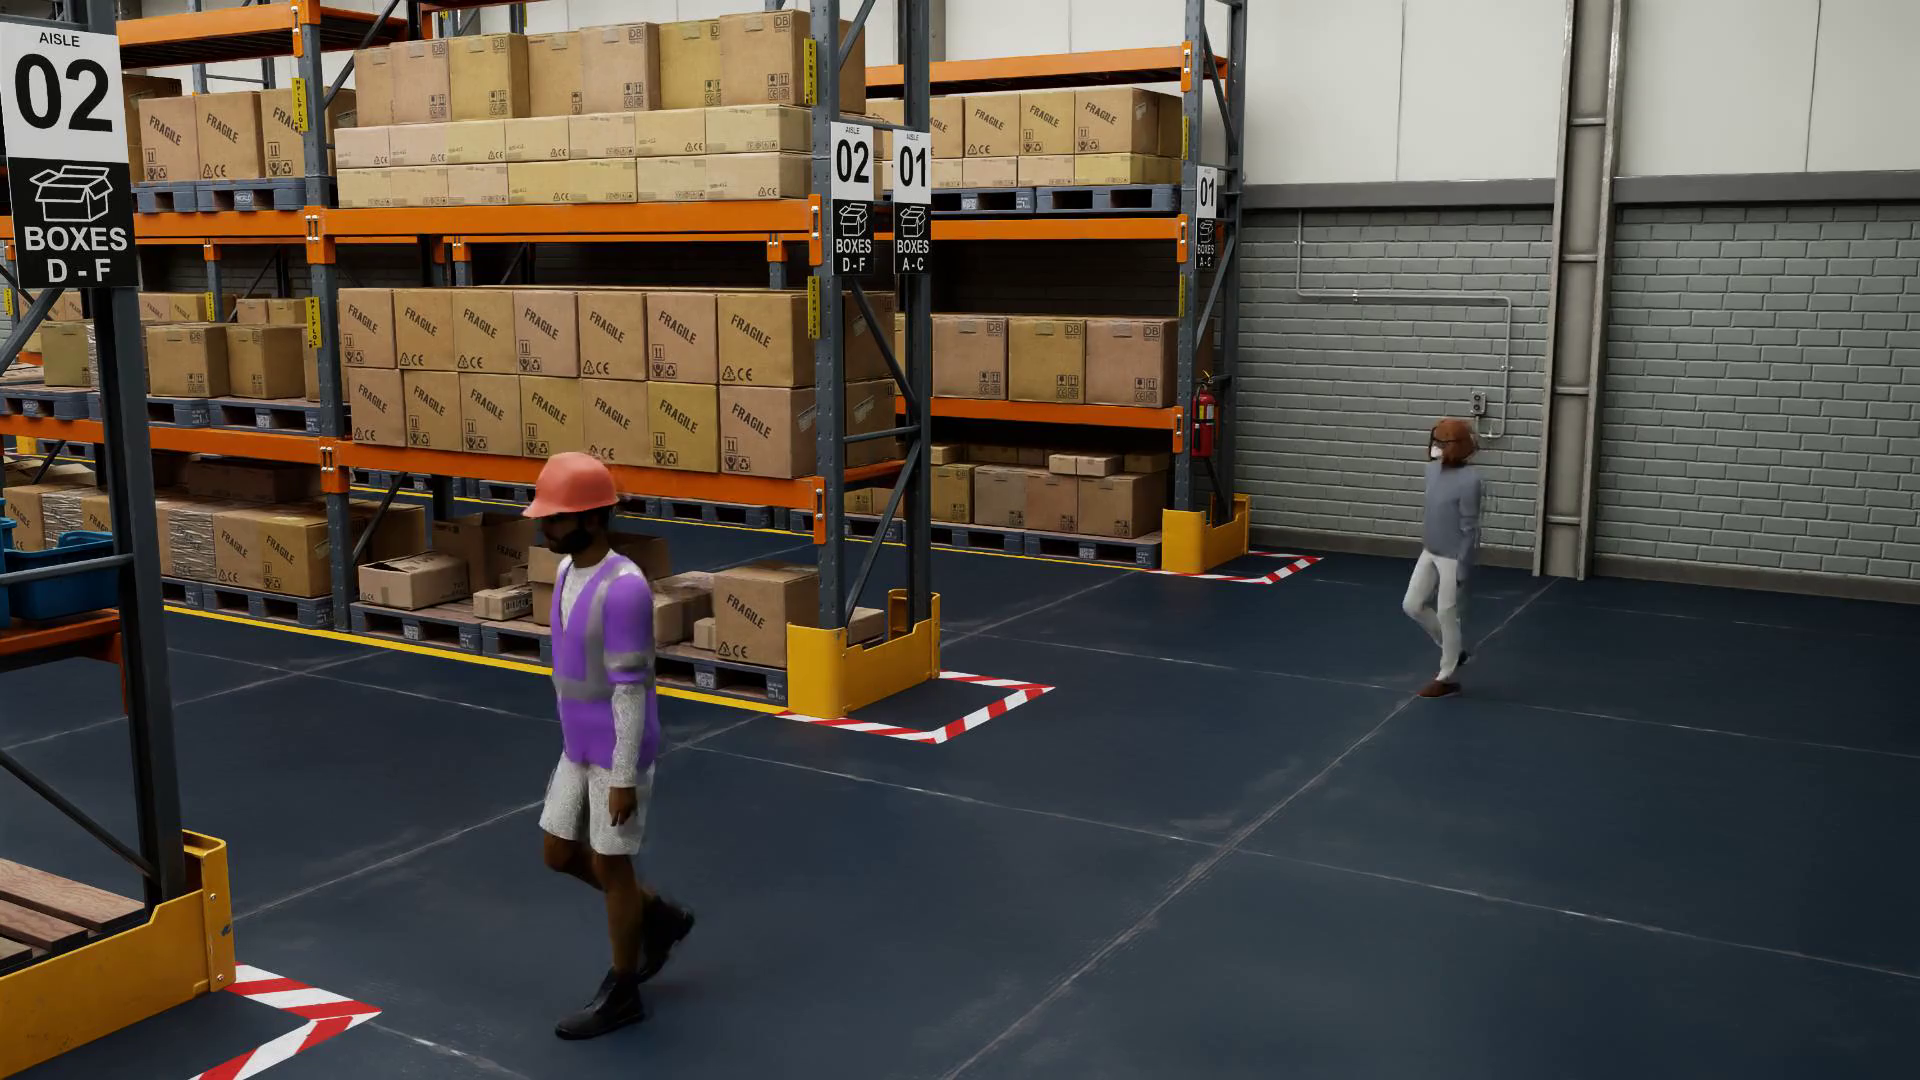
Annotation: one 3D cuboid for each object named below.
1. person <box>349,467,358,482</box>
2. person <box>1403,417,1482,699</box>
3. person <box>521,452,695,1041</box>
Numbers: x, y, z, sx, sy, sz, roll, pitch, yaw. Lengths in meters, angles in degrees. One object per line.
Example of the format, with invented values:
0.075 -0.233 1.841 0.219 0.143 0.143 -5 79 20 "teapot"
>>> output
-5.234 -0.789 13.773 0.370 1.966 0.608 10 14 44 "person"
2.760 0.106 9.502 0.355 1.620 0.509 -3 10 -17 "person"
-1.143 0.664 5.413 0.522 1.923 0.554 -8 12 -38 "person"
